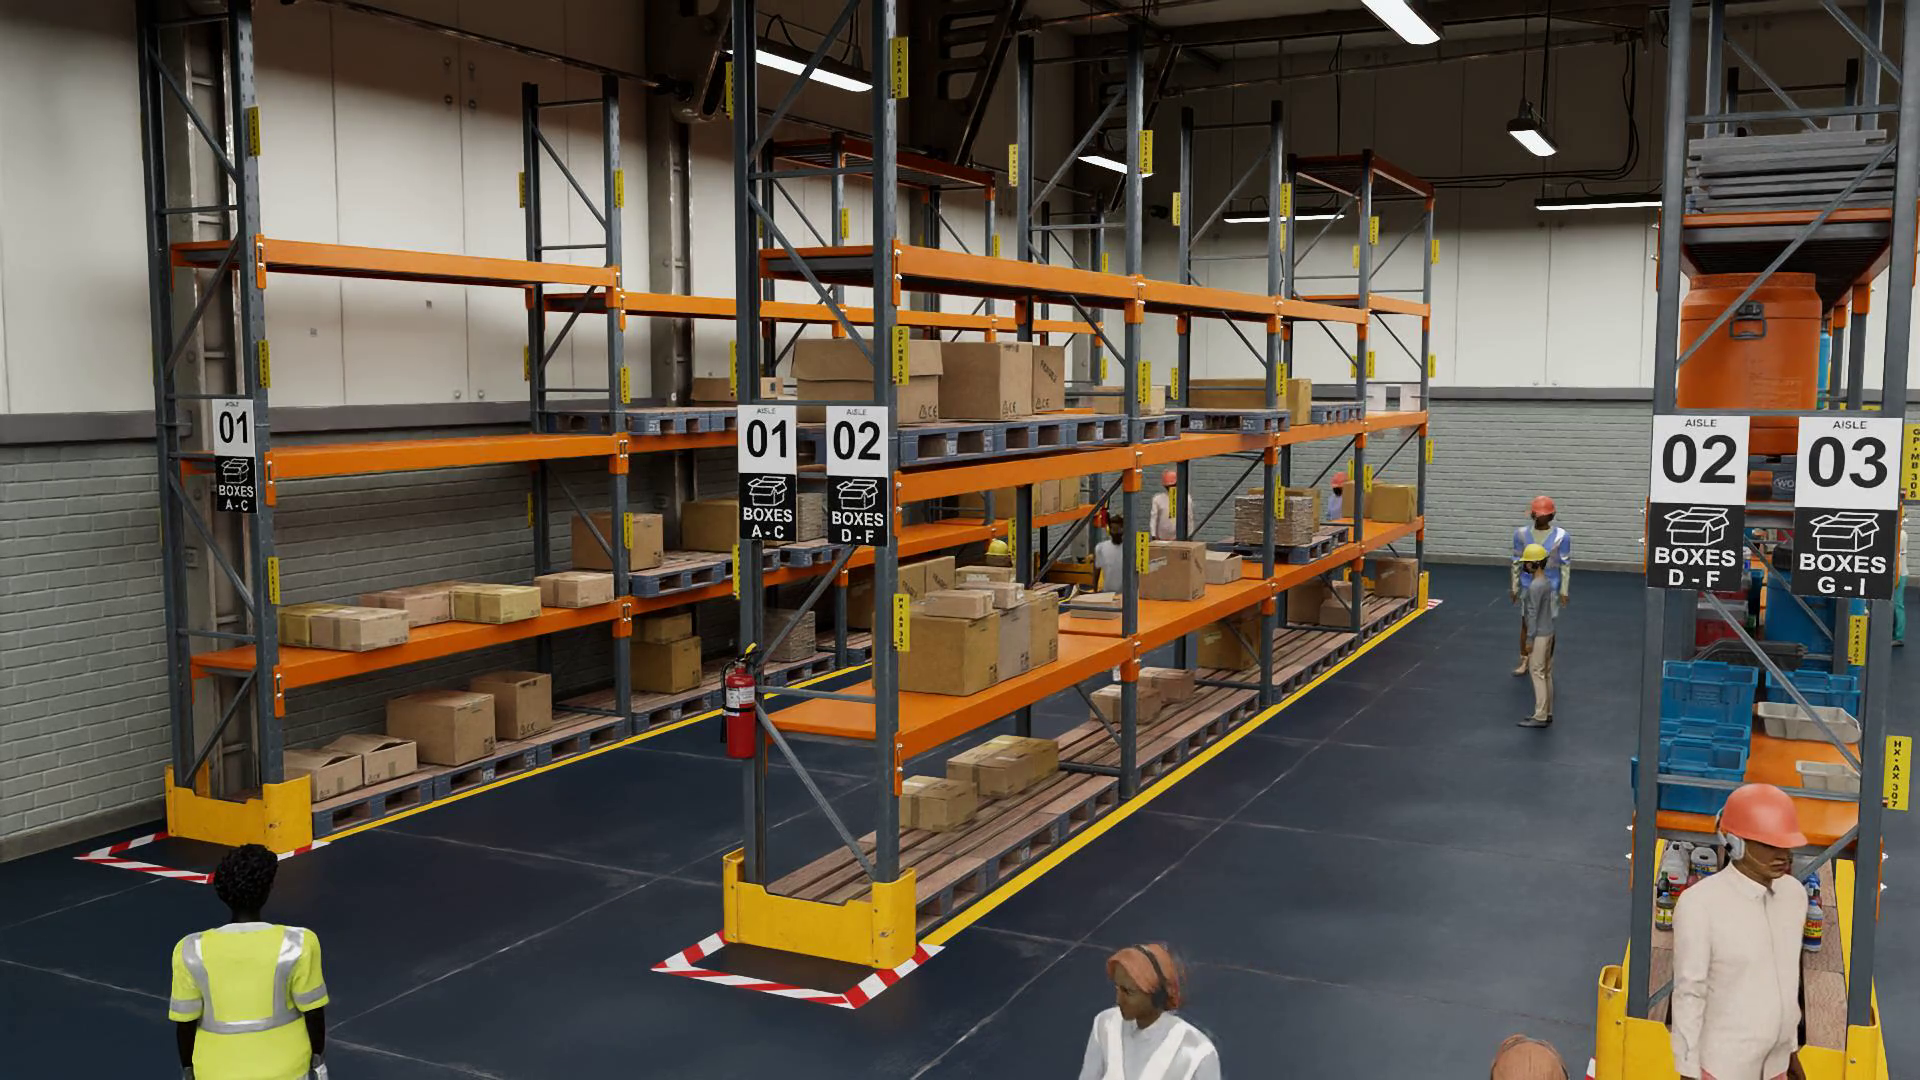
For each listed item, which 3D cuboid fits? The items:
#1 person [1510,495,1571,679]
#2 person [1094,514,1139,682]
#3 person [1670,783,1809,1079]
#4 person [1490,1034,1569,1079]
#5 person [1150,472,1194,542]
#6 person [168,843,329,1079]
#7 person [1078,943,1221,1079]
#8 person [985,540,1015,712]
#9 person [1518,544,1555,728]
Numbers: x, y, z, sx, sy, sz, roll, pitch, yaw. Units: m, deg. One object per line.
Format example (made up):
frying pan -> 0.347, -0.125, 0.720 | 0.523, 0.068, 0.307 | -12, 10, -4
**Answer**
person -> 6.431, 0.522, 18.443 | 0.651, 2.037, 0.387 | 3, 7, 28
person -> 1.735, 0.625, 18.347 | 0.521, 1.854, 0.452 | 1, 6, 6
person -> 2.774, 1.832, 5.888 | 0.617, 1.993, 0.396 | -3, 7, -26
person -> 1.530, 2.152, 4.501 | 0.511, 1.639, 0.308 | 2, 6, 16
person -> 3.101, -0.033, 24.412 | 0.602, 1.913, 1.085 | 2, 6, 15
person -> -2.597, 1.956, 6.120 | 0.542, 1.695, 0.316 | -1, 6, -13
person -> 0.603, 2.083, 5.386 | 0.863, 1.584, 0.551 | -5, 8, -39
person -> 0.384, 0.870, 16.517 | 0.318, 1.736, 0.486 | 4, 7, 36
person -> 5.519, 0.915, 15.970 | 0.349, 1.759, 0.522 | 3, 7, 30
